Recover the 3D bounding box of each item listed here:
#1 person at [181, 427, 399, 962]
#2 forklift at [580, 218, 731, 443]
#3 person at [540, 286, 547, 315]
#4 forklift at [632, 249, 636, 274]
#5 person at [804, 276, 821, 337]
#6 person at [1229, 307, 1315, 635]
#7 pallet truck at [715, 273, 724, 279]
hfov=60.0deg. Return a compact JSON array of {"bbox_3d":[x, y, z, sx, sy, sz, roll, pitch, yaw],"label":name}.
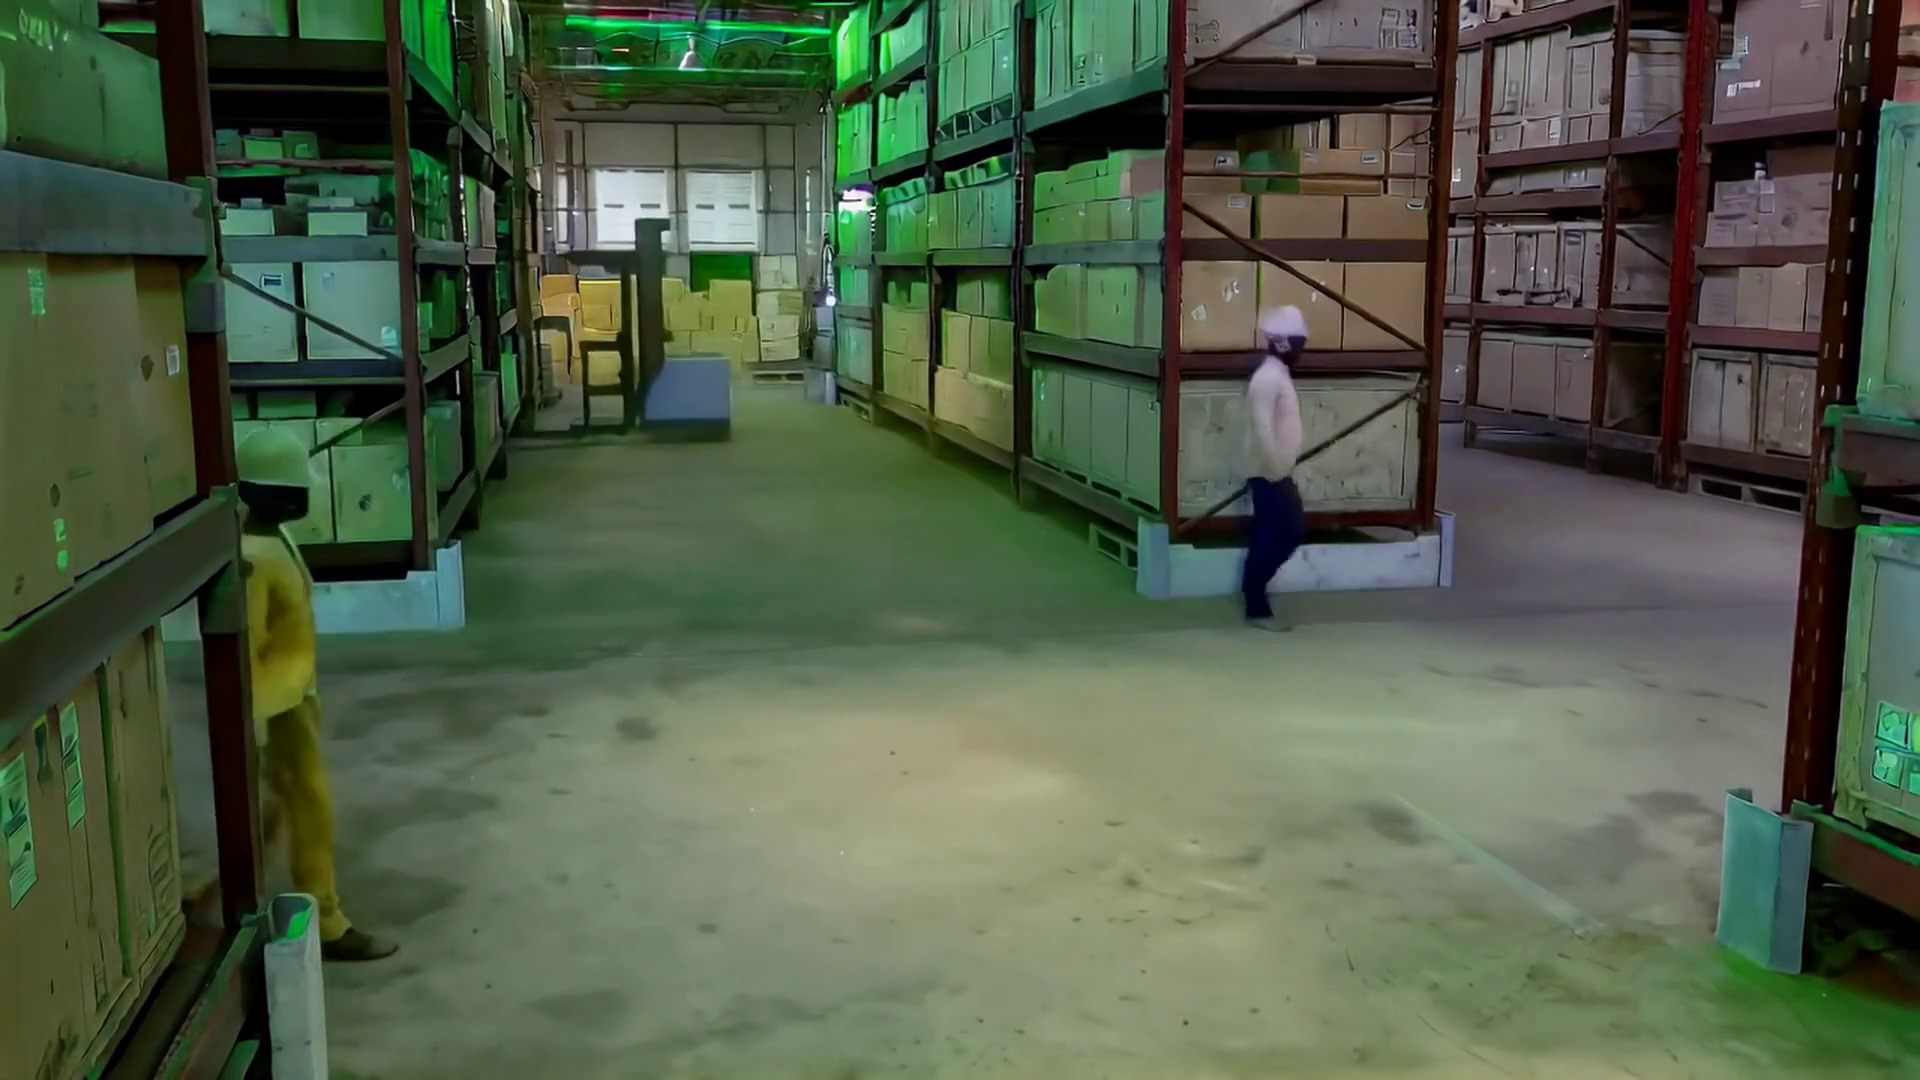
[{"bbox_3d":[-2.190,0.505,5.209,0.654,1.734,0.537,-3,10,-15],"label":"person"},{"bbox_3d":[-3.910,-2.677,21.141,1.873,2.768,1.129,-2,10,-12],"label":"forklift"},{"bbox_3d":[-15.125,-8.389,59.835,0.805,1.591,0.536,8,12,40],"label":"person"},{"bbox_3d":[-10.652,-8.274,55.253,1.873,2.768,1.129,-1,9,-5],"label":"forklift"},{"bbox_3d":[-4.716,-7.492,53.355,0.628,1.940,0.377,-7,11,-36],"label":"person"},{"bbox_3d":[1.903,-0.405,10.009,0.421,1.980,0.612,3,10,19],"label":"person"},{"bbox_3d":[-8.580,-8.986,62.280,1.885,1.965,0.823,1,9,5],"label":"pallet truck"}]
